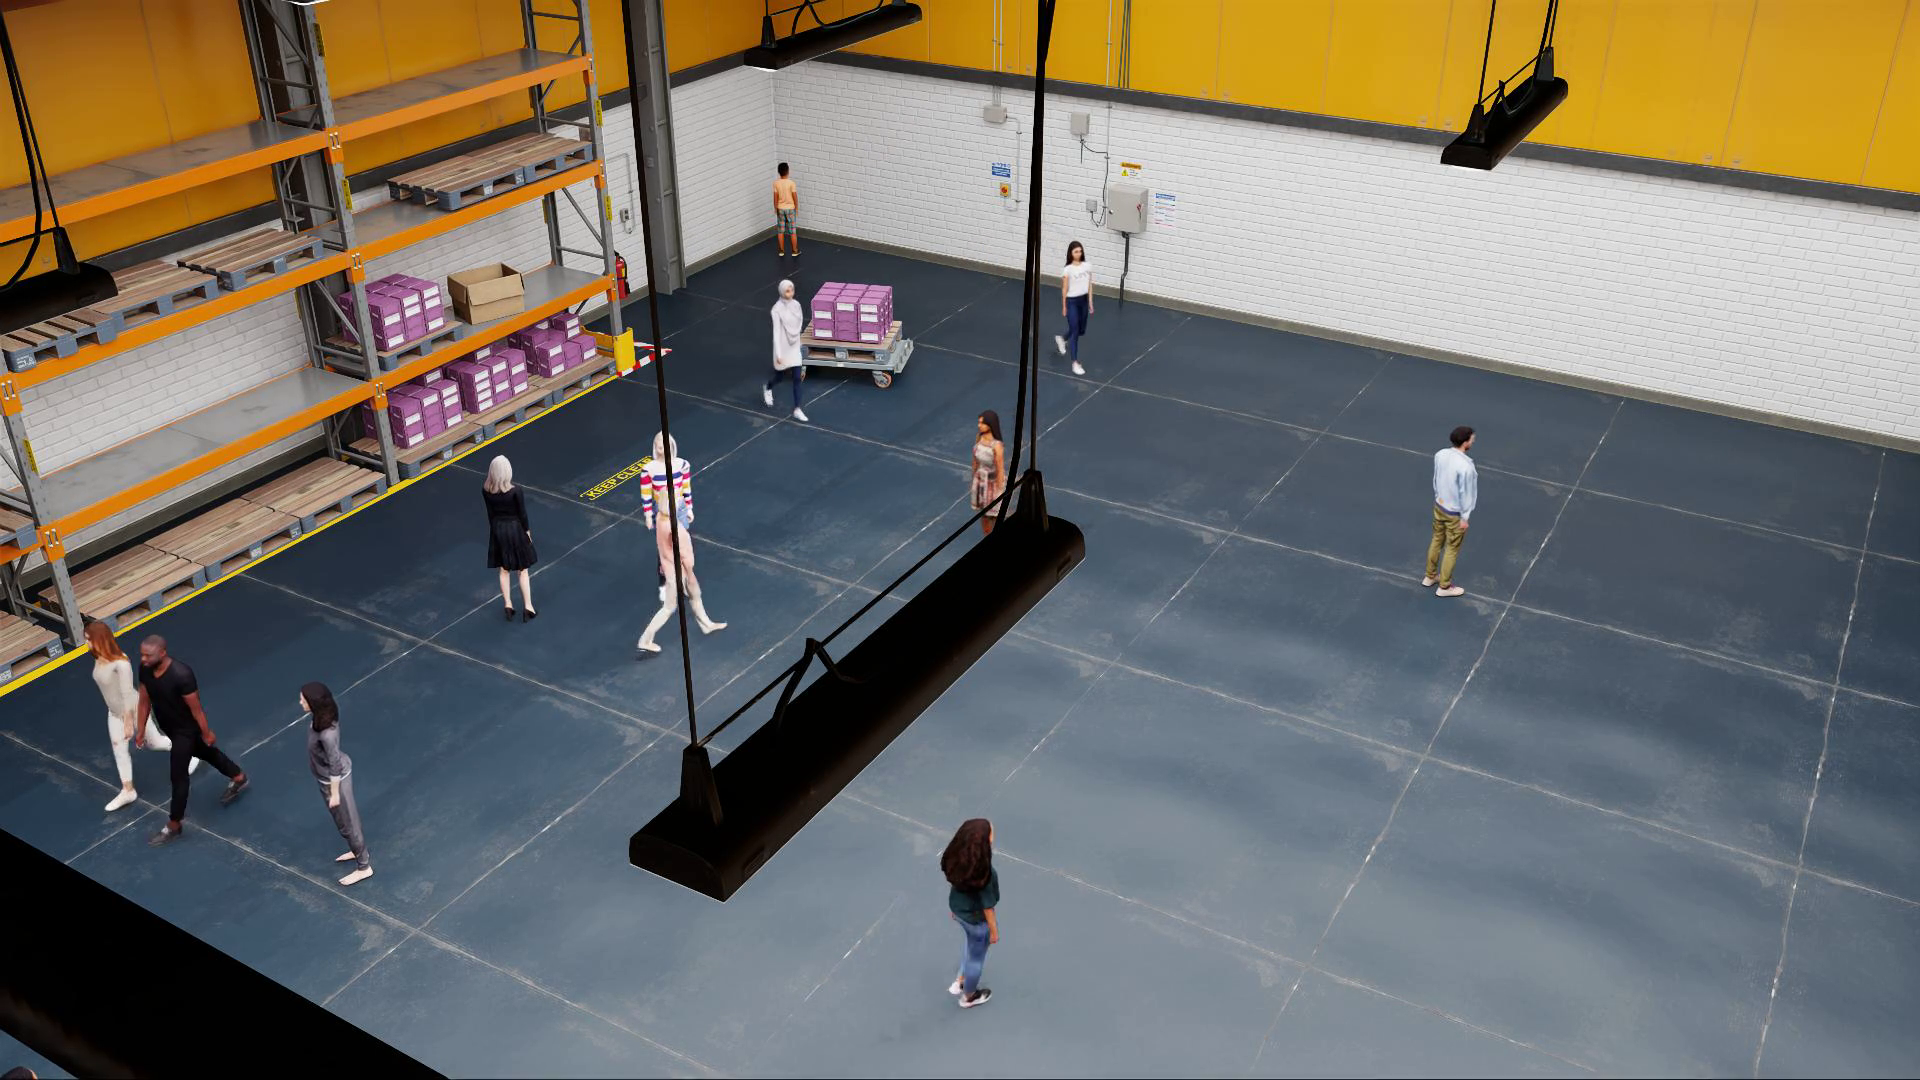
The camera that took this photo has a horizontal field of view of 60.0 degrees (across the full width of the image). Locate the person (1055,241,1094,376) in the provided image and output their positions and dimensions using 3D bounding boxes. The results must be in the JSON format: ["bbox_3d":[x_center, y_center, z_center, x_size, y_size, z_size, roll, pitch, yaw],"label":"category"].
[{"bbox_3d":[1.477,-3.073,21.751,1.027,1.757,0.953,-16,33,-27],"label":"person"}]

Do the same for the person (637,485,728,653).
[{"bbox_3d":[-2.749,0.309,15.630,1.233,1.680,1.029,-14,31,-24],"label":"person"}]

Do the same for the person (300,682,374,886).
[{"bbox_3d":[-4.778,1.838,12.741,0.711,1.764,0.675,-10,30,-18],"label":"person"}]

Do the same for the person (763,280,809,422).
[{"bbox_3d":[-2.181,-2.350,20.429,1.084,1.754,0.931,-22,35,-34],"label":"person"}]

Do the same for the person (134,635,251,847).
[{"bbox_3d":[-6.188,1.481,13.395,0.665,1.763,1.196,15,32,26],"label":"person"}]

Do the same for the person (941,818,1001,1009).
[{"bbox_3d":[0.029,2.614,11.484,0.743,1.605,0.704,-18,33,-29],"label":"person"}]

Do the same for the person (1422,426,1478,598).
[{"bbox_3d":[4.906,-0.302,16.615,0.793,1.811,0.761,-10,30,-18],"label":"person"}]

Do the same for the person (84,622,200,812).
[{"bbox_3d":[-6.751,1.369,13.686,0.580,1.683,1.081,15,32,26],"label":"person"}]

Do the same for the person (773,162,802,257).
[{"bbox_3d":[-2.706,-5.142,25.854,0.600,1.461,0.602,3,29,5],"label":"person"}]

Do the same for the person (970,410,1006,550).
[{"bbox_3d":[0.317,-0.598,17.329,0.684,1.647,0.725,-20,34,-32],"label":"person"}]

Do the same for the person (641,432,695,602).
[{"bbox_3d":[-2.885,-0.255,16.531,0.672,1.808,0.774,-11,31,-20],"label":"person"}]

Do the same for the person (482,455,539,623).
[{"bbox_3d":[-4.369,-0.013,16.158,0.697,1.742,0.689,4,29,7],"label":"person"}]
